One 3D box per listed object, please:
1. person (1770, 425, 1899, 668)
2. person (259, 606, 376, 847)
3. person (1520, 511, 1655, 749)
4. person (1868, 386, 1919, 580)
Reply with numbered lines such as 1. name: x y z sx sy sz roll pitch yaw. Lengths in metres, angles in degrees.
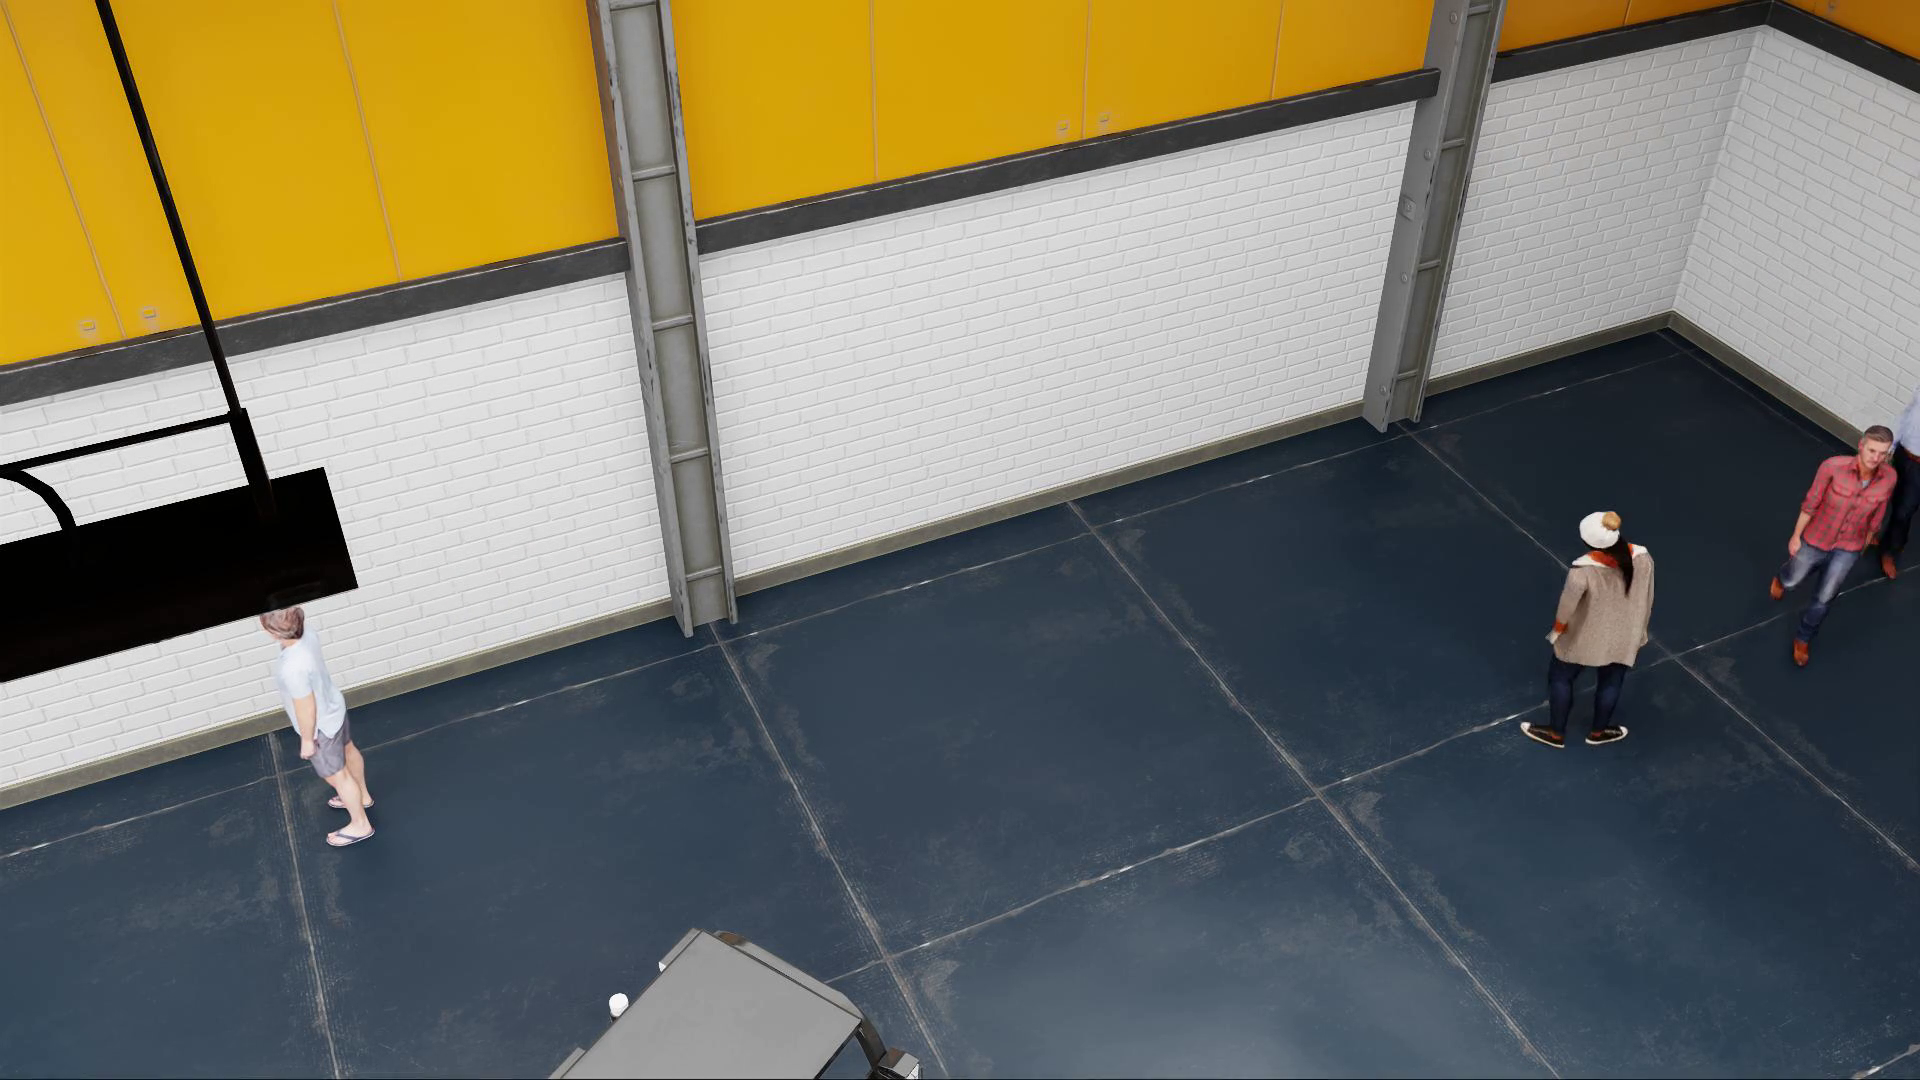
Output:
1. person: 5.891 -0.054 11.277 1.080 1.813 1.122 10 40 12
2. person: -3.787 1.054 9.876 0.654 1.830 0.711 -6 39 -8
3. person: 4.093 0.577 10.445 0.838 1.865 1.025 7 39 9
4. person: 6.860 -0.540 11.937 0.715 1.747 0.739 -2 39 -3
